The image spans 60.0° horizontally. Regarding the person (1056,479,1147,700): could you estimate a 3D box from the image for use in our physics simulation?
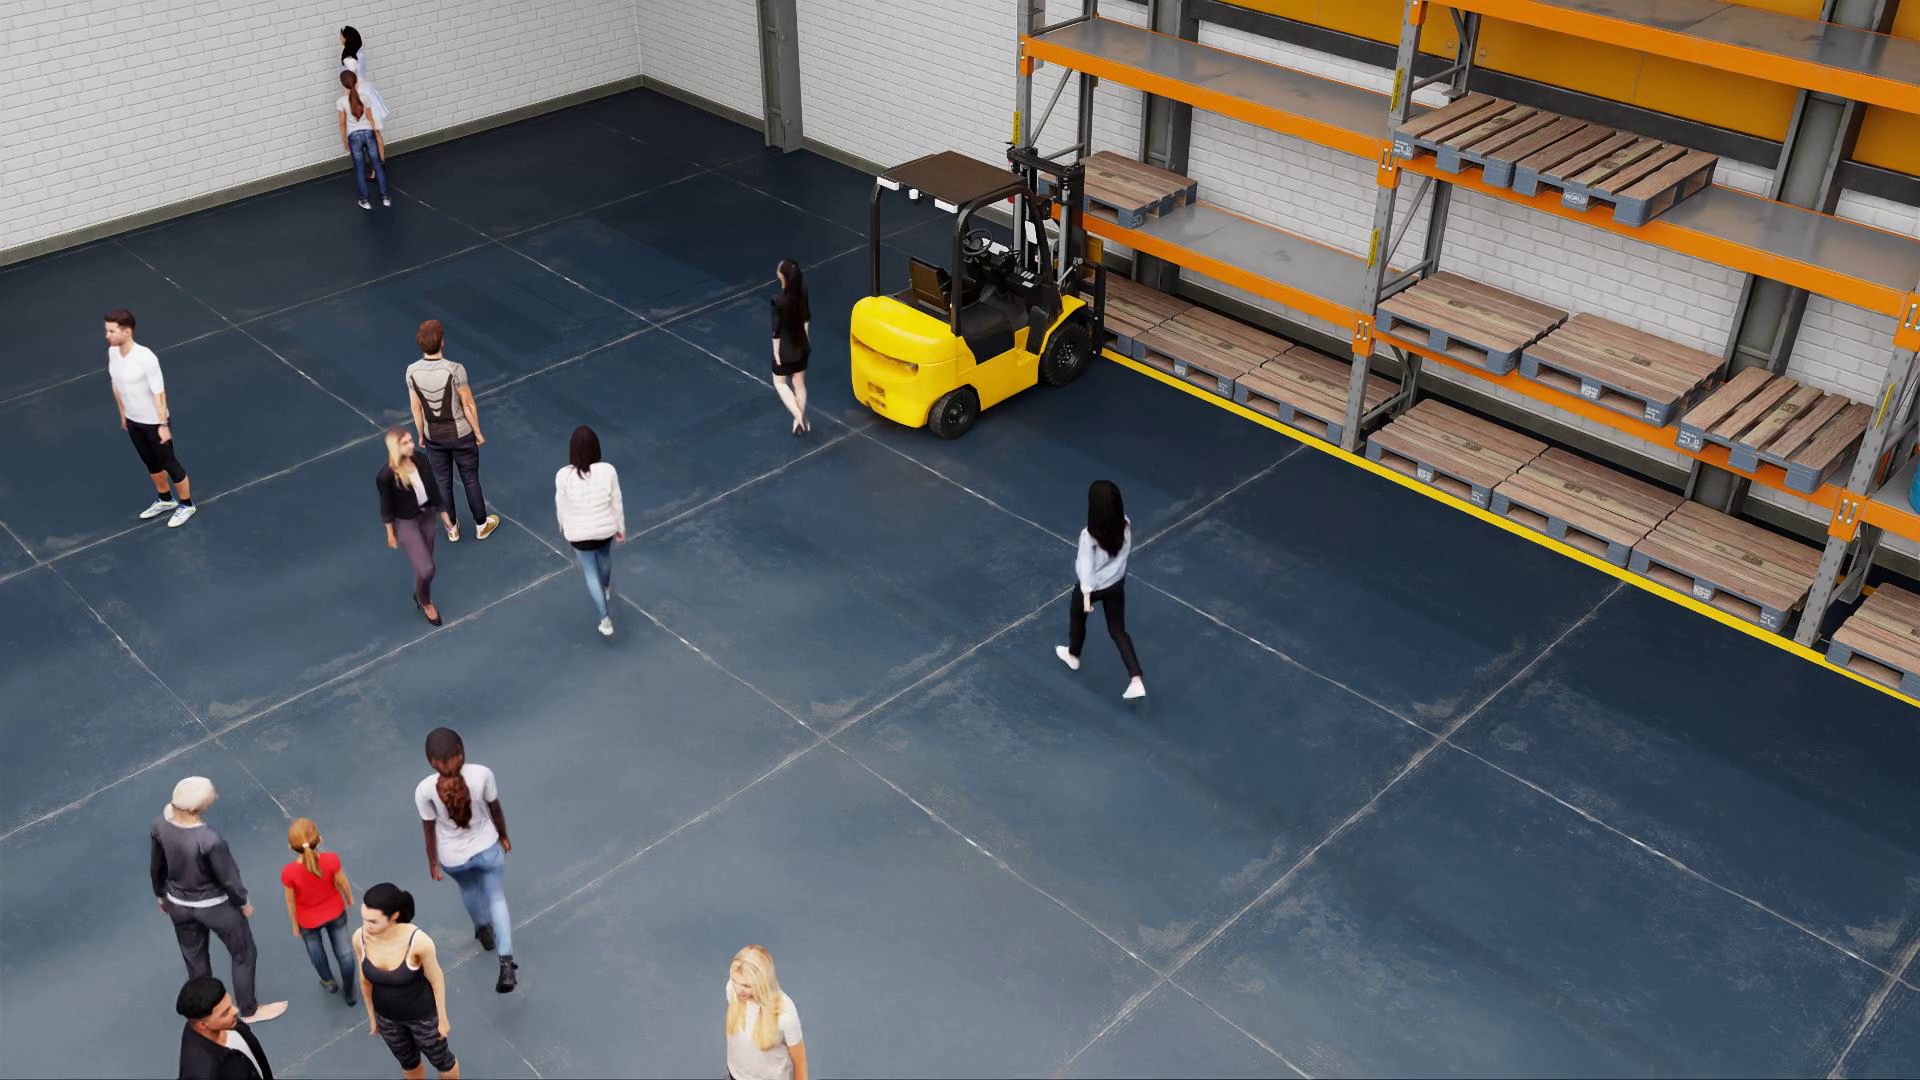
[{"bbox_3d":[1.032,0.368,11.409,0.767,1.677,1.184,-19,38,-26],"label":"person"}]

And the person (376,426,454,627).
[{"bbox_3d":[-4.049,-0.121,12.163,0.711,1.658,0.684,17,37,24],"label":"person"}]

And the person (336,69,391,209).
[{"bbox_3d":[-6.825,-4.586,18.970,0.610,1.558,0.618,-15,36,-21],"label":"person"}]

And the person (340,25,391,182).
[{"bbox_3d":[-7.020,-5.138,19.566,0.917,1.818,0.858,1,34,1],"label":"person"}]

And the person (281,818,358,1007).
[{"bbox_3d":[-3.497,2.100,9.146,0.576,1.299,0.638,-16,37,-22],"label":"person"}]

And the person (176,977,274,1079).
[{"bbox_3d":[-3.400,2.696,7.797,0.857,1.799,0.745,-8,34,-11],"label":"person"}]

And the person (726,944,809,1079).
[{"bbox_3d":[-0.904,2.555,7.994,0.646,1.815,0.783,15,36,21],"label":"person"}]

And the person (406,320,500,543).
[{"bbox_3d":[-4.012,-0.847,13.041,0.728,1.894,0.775,-2,34,-2],"label":"person"}]

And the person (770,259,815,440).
[{"bbox_3d":[-1.388,-1.606,14.371,0.605,1.686,0.672,-28,42,-35],"label":"person"}]

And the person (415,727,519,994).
[{"bbox_3d":[-2.695,1.799,9.243,0.848,1.693,1.098,-14,36,-20],"label":"person"}]

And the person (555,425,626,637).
[{"bbox_3d":[-2.676,-0.047,12.095,0.868,1.609,1.129,-14,36,-20],"label":"person"}]

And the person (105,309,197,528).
[{"bbox_3d":[-6.505,-0.994,13.301,0.626,1.851,0.795,15,37,22],"label":"person"}]

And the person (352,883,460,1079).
[{"bbox_3d":[-2.760,2.361,8.366,0.638,1.727,0.716,3,34,5],"label":"person"}]

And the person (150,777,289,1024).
[{"bbox_3d":[-4.157,1.952,9.005,0.737,1.701,0.886,-2,34,-3],"label":"person"}]
